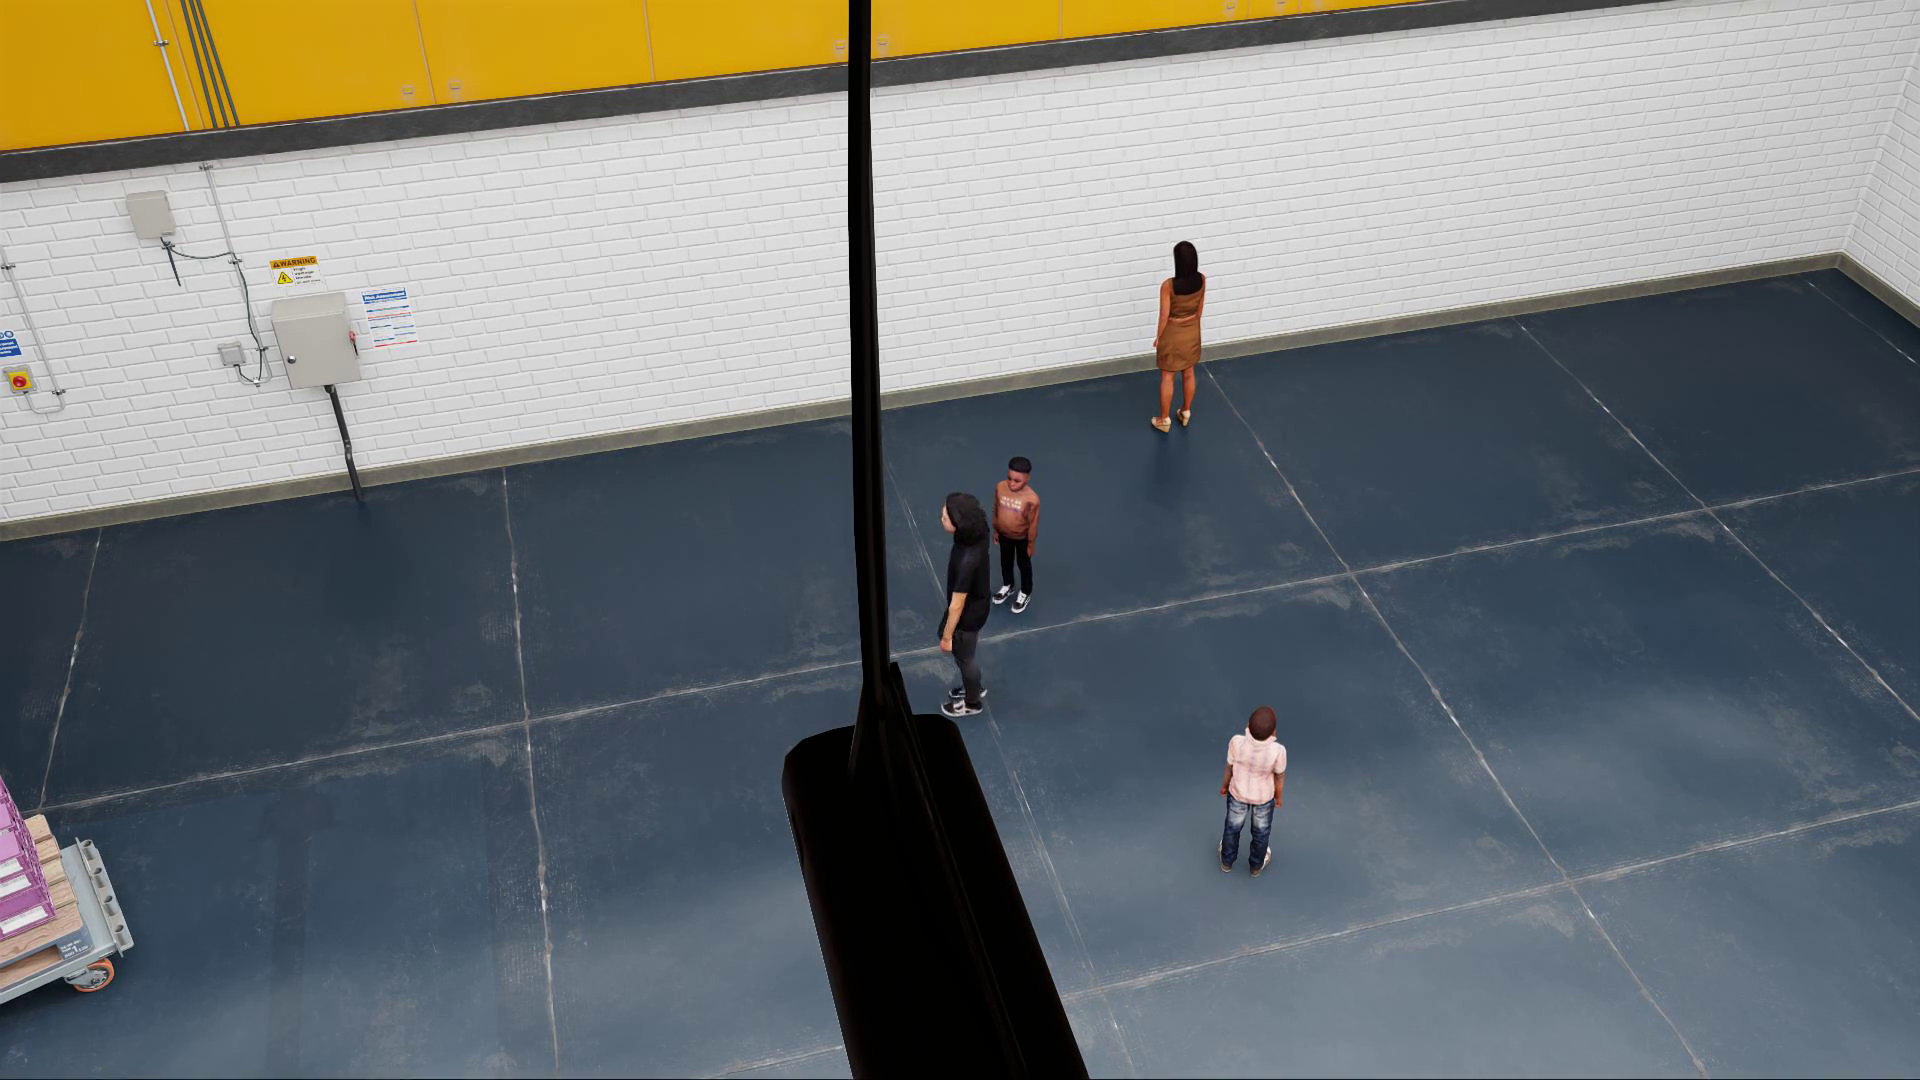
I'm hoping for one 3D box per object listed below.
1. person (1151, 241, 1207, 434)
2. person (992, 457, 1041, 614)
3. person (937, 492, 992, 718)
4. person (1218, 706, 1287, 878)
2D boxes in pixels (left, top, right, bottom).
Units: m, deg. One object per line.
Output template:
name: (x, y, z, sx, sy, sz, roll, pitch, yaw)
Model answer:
person: (1.739, -1.610, 13.201, 0.597, 1.687, 0.566, -17, 42, -20)
person: (0.397, -0.068, 11.617, 0.576, 1.255, 0.649, 23, 44, 26)
person: (0.118, 0.429, 10.535, 0.821, 1.829, 0.678, 5, 39, 7)
person: (1.693, 1.455, 9.668, 0.589, 1.307, 0.613, 10, 40, 12)
